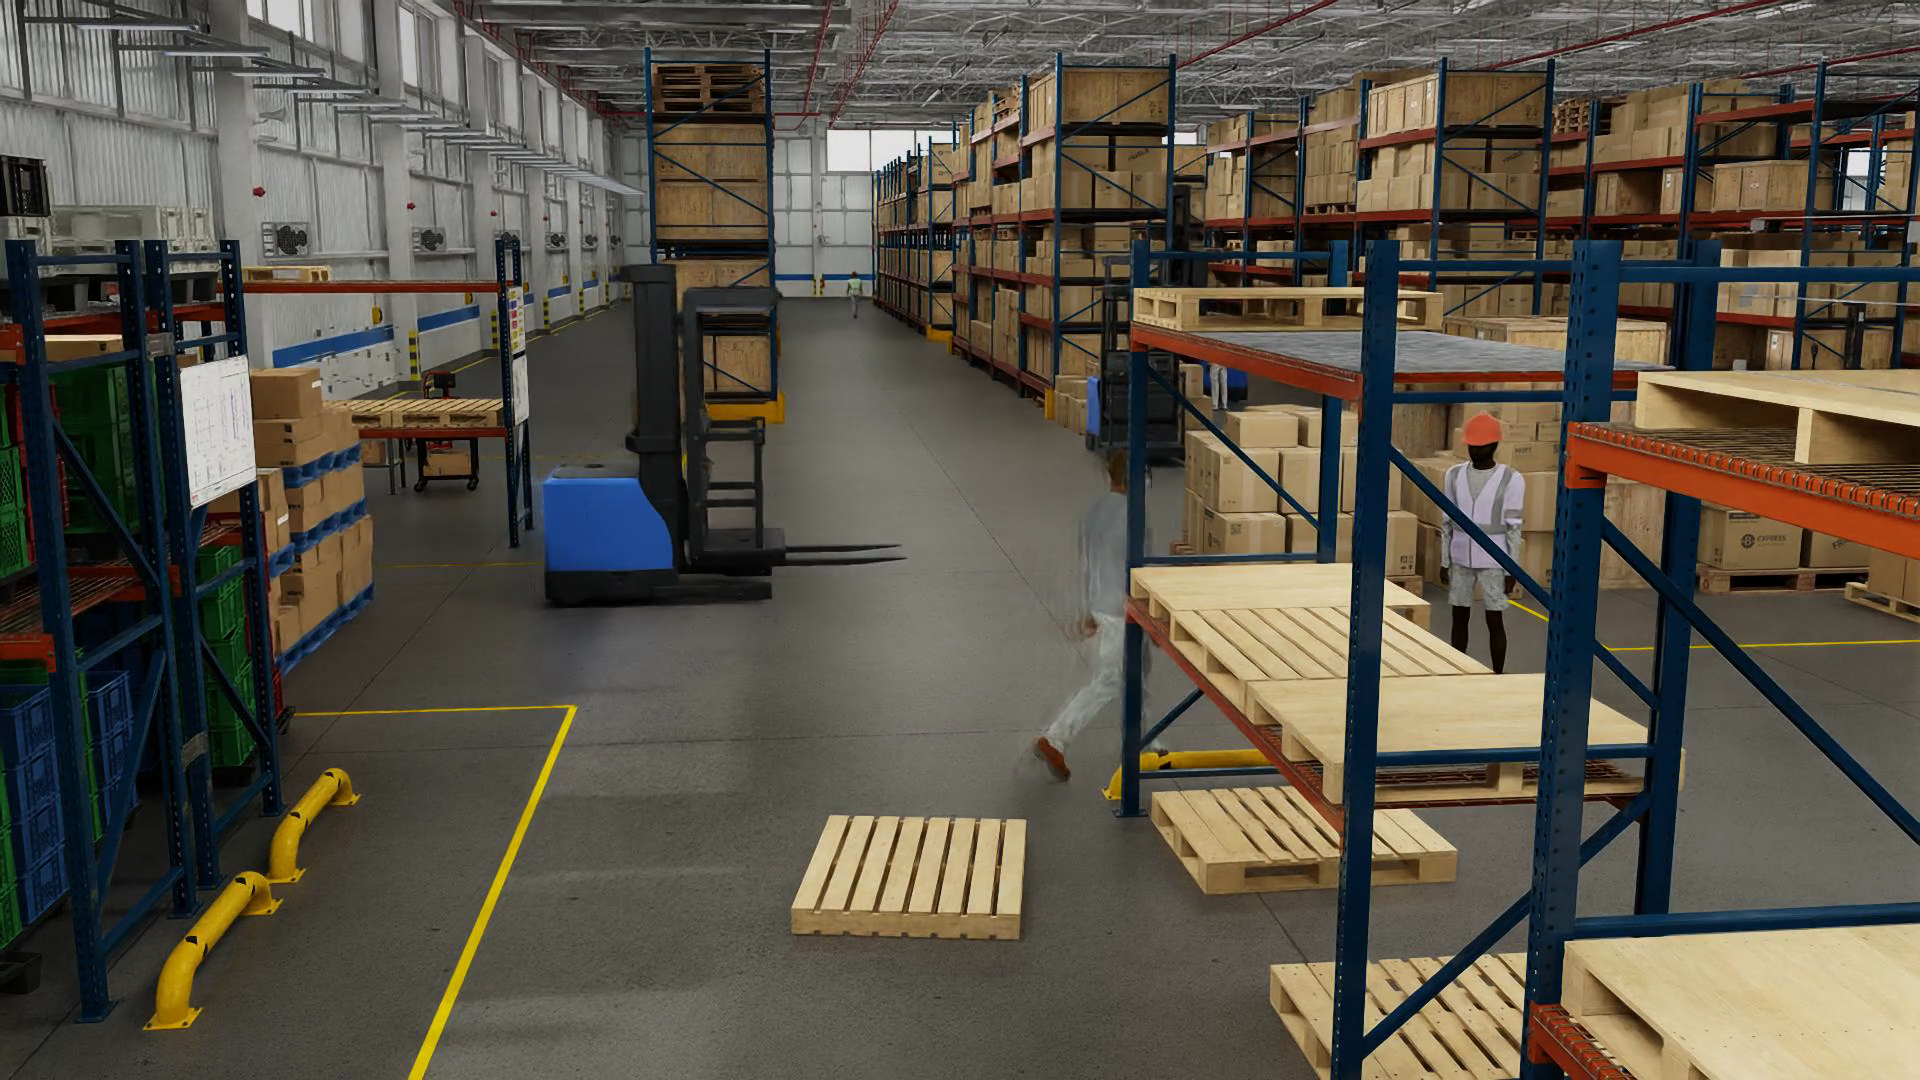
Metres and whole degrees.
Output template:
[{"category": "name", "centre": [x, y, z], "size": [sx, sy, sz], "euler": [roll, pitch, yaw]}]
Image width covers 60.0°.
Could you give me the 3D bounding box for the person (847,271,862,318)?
[{"category": "person", "centre": [-4.111, -9.576, 64.947], "size": [0.573, 1.821, 0.835], "euler": [-3, 11, -16]}]

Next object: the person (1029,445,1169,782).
[{"category": "person", "centre": [0.836, 0.414, 9.375], "size": [0.943, 1.911, 0.641], "euler": [-3, 11, -15]}]

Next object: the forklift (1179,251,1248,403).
[{"category": "forklift", "centre": [4.372, -3.992, 31.052], "size": [1.873, 2.768, 1.129], "euler": [-1, 10, -6]}]

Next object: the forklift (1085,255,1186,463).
[{"category": "forklift", "centre": [2.429, -2.559, 23.114], "size": [1.129, 2.768, 1.873], "euler": [-1, 10, -6]}]

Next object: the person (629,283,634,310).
[{"category": "person", "centre": [-14.176, -10.942, 72.711], "size": [0.563, 1.741, 0.339], "euler": [-2, 10, -12]}]

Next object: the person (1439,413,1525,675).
[{"category": "person", "centre": [3.384, 0.129, 10.874], "size": [0.543, 1.927, 0.399], "euler": [9, 14, 41]}]

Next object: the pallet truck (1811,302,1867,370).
[{"category": "pallet truck", "centre": [15.846, -3.142, 28.793], "size": [1.885, 1.965, 0.823], "euler": [2, 10, 12]}]

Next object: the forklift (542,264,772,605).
[{"category": "forklift", "centre": [-2.566, -0.934, 14.109], "size": [1.873, 2.768, 1.129], "euler": [-1, 10, -6]}]

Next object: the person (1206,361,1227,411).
[{"category": "person", "centre": [4.594, -3.123, 29.678], "size": [0.523, 1.638, 0.311], "euler": [-8, 13, -37]}]
